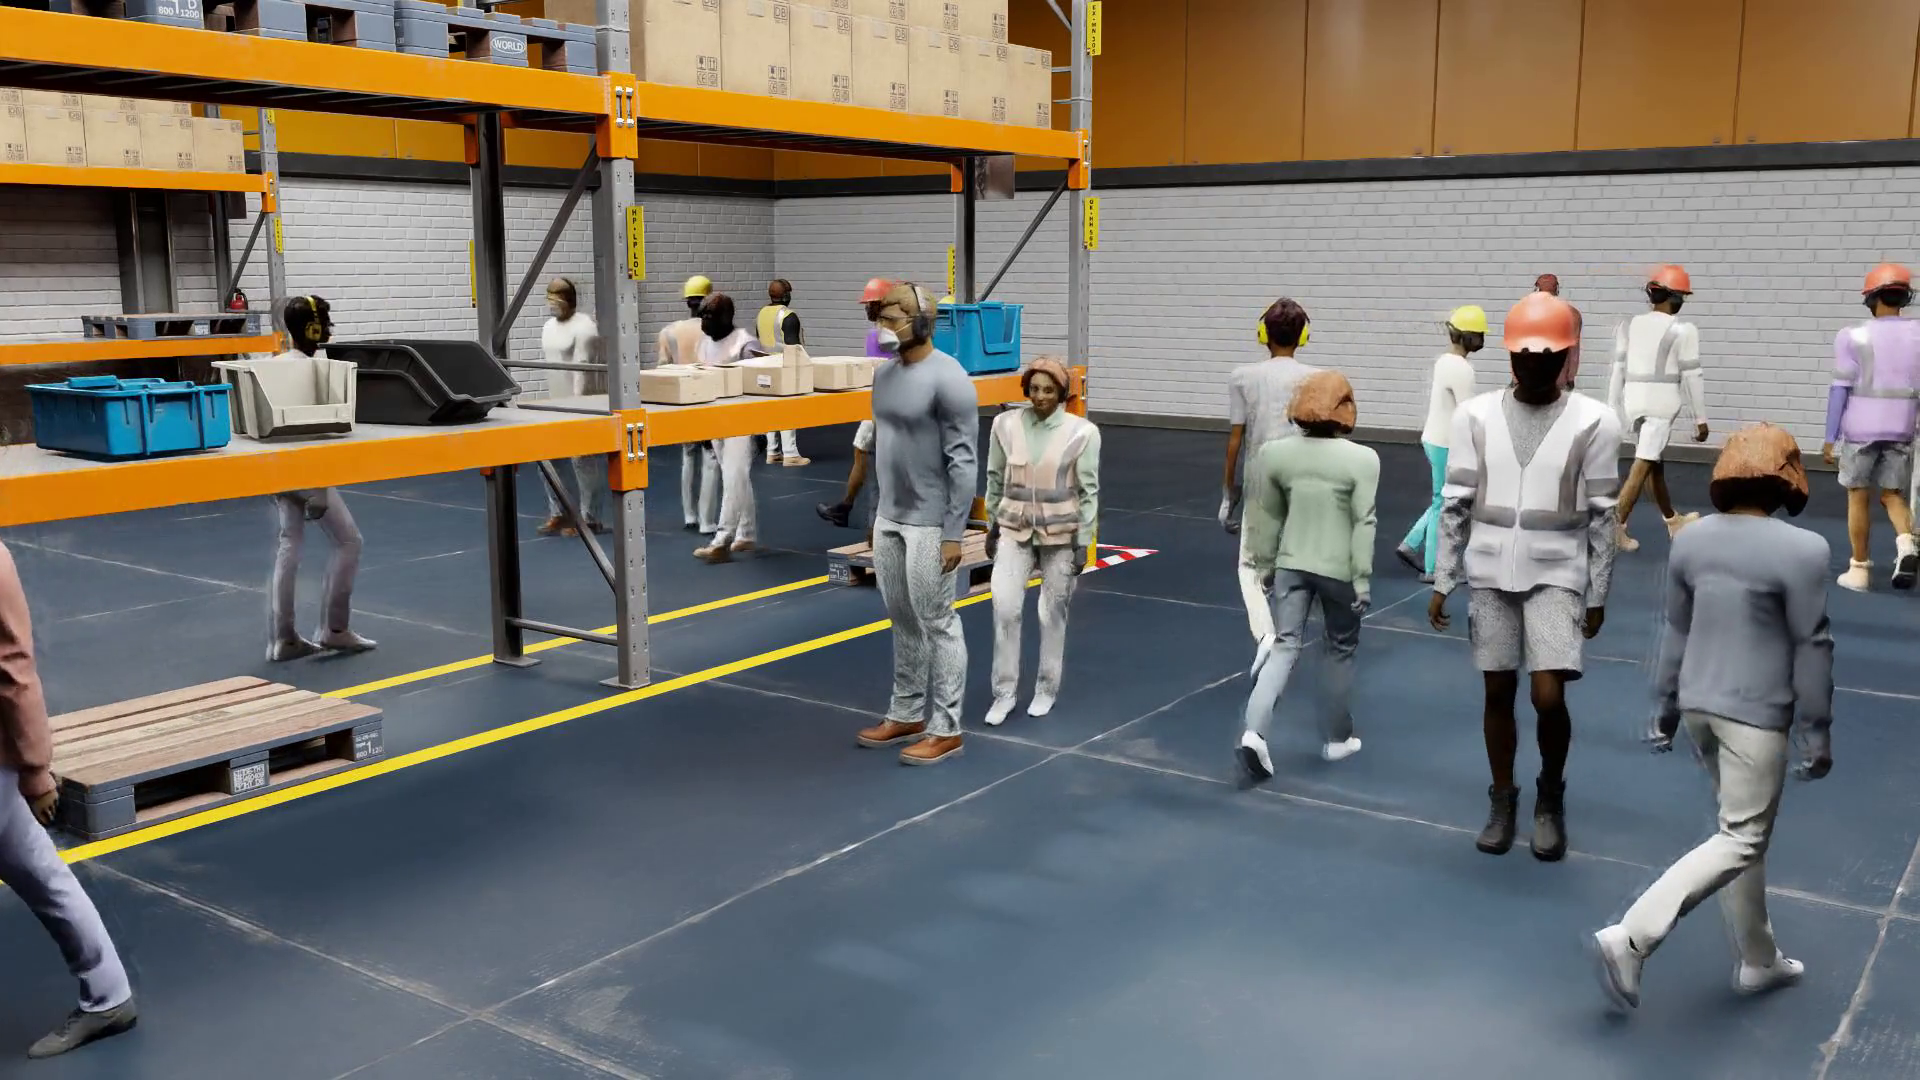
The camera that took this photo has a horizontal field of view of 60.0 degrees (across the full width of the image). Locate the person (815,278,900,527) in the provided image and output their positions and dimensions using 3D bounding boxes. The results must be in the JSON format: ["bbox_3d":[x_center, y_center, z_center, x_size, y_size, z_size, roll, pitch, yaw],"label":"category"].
[{"bbox_3d":[-0.614,-1.009,12.511,0.984,1.883,0.572,5,11,28],"label":"person"}]

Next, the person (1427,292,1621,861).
[{"bbox_3d":[1.888,0.137,5.597,0.567,1.921,0.465,6,11,31],"label":"person"}]

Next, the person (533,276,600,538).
[{"bbox_3d":[-2.879,-0.944,12.064,0.625,1.910,0.574,8,13,41],"label":"person"}]

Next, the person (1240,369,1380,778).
[{"bbox_3d":[1.375,0.133,6.548,0.505,1.608,0.765,7,12,36],"label":"person"}]

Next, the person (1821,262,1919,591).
[{"bbox_3d":[5.575,-0.659,10.037,0.641,2.022,0.612,1,10,4],"label":"person"}]

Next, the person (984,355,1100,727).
[{"bbox_3d":[0.329,0.010,7.223,0.541,1.610,0.616,3,10,16],"label":"person"}]

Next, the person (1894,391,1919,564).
[{"bbox_3d":[6.487,-0.705,10.903,0.416,1.821,0.608,-7,12,-35],"label":"person"}]

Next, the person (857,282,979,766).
[{"bbox_3d":[-0.175,-0.066,6.737,0.353,1.937,0.635,-7,12,-35],"label":"person"}]

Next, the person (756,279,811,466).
[{"bbox_3d":[-1.749,-1.655,16.481,0.429,1.847,0.626,-8,12,-40],"label":"person"}]

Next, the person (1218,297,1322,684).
[{"bbox_3d":[1.490,-0.201,7.790,0.539,1.854,0.503,0,10,2],"label":"person"}]

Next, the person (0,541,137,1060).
[{"bbox_3d":[-2.412,0.518,3.924,0.543,1.720,0.918,8,12,39],"label":"person"}]

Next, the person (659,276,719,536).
[{"bbox_3d":[-1.895,-1.003,12.404,0.595,1.906,0.653,1,10,6],"label":"person"}]

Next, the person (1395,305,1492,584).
[{"bbox_3d":[3.068,-0.583,10.378,0.422,1.750,0.541,1,10,4],"label":"person"}]

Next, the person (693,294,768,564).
[{"bbox_3d":[-1.619,-0.745,11.241,0.739,1.809,0.653,-9,13,-43],"label":"person"}]

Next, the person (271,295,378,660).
[{"bbox_3d":[-3.309,-0.314,8.506,0.539,1.849,0.617,6,12,34],"label":"person"}]

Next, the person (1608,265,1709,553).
[{"bbox_3d":[4.912,-0.908,11.597,1.055,1.982,0.637,-5,11,-26],"label":"person"}]

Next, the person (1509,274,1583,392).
[{"bbox_3d":[5.458,-1.531,15.577,0.638,1.903,0.408,-1,10,-5],"label":"person"}]

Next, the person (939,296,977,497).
[{"bbox_3d":[-0.067,-1.074,13.319,0.319,1.743,0.488,6,11,30],"label":"person"}]

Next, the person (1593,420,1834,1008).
[{"bbox_3d":[2.037,0.479,4.484,0.732,1.598,0.528,-3,10,-20],"label":"person"}]
